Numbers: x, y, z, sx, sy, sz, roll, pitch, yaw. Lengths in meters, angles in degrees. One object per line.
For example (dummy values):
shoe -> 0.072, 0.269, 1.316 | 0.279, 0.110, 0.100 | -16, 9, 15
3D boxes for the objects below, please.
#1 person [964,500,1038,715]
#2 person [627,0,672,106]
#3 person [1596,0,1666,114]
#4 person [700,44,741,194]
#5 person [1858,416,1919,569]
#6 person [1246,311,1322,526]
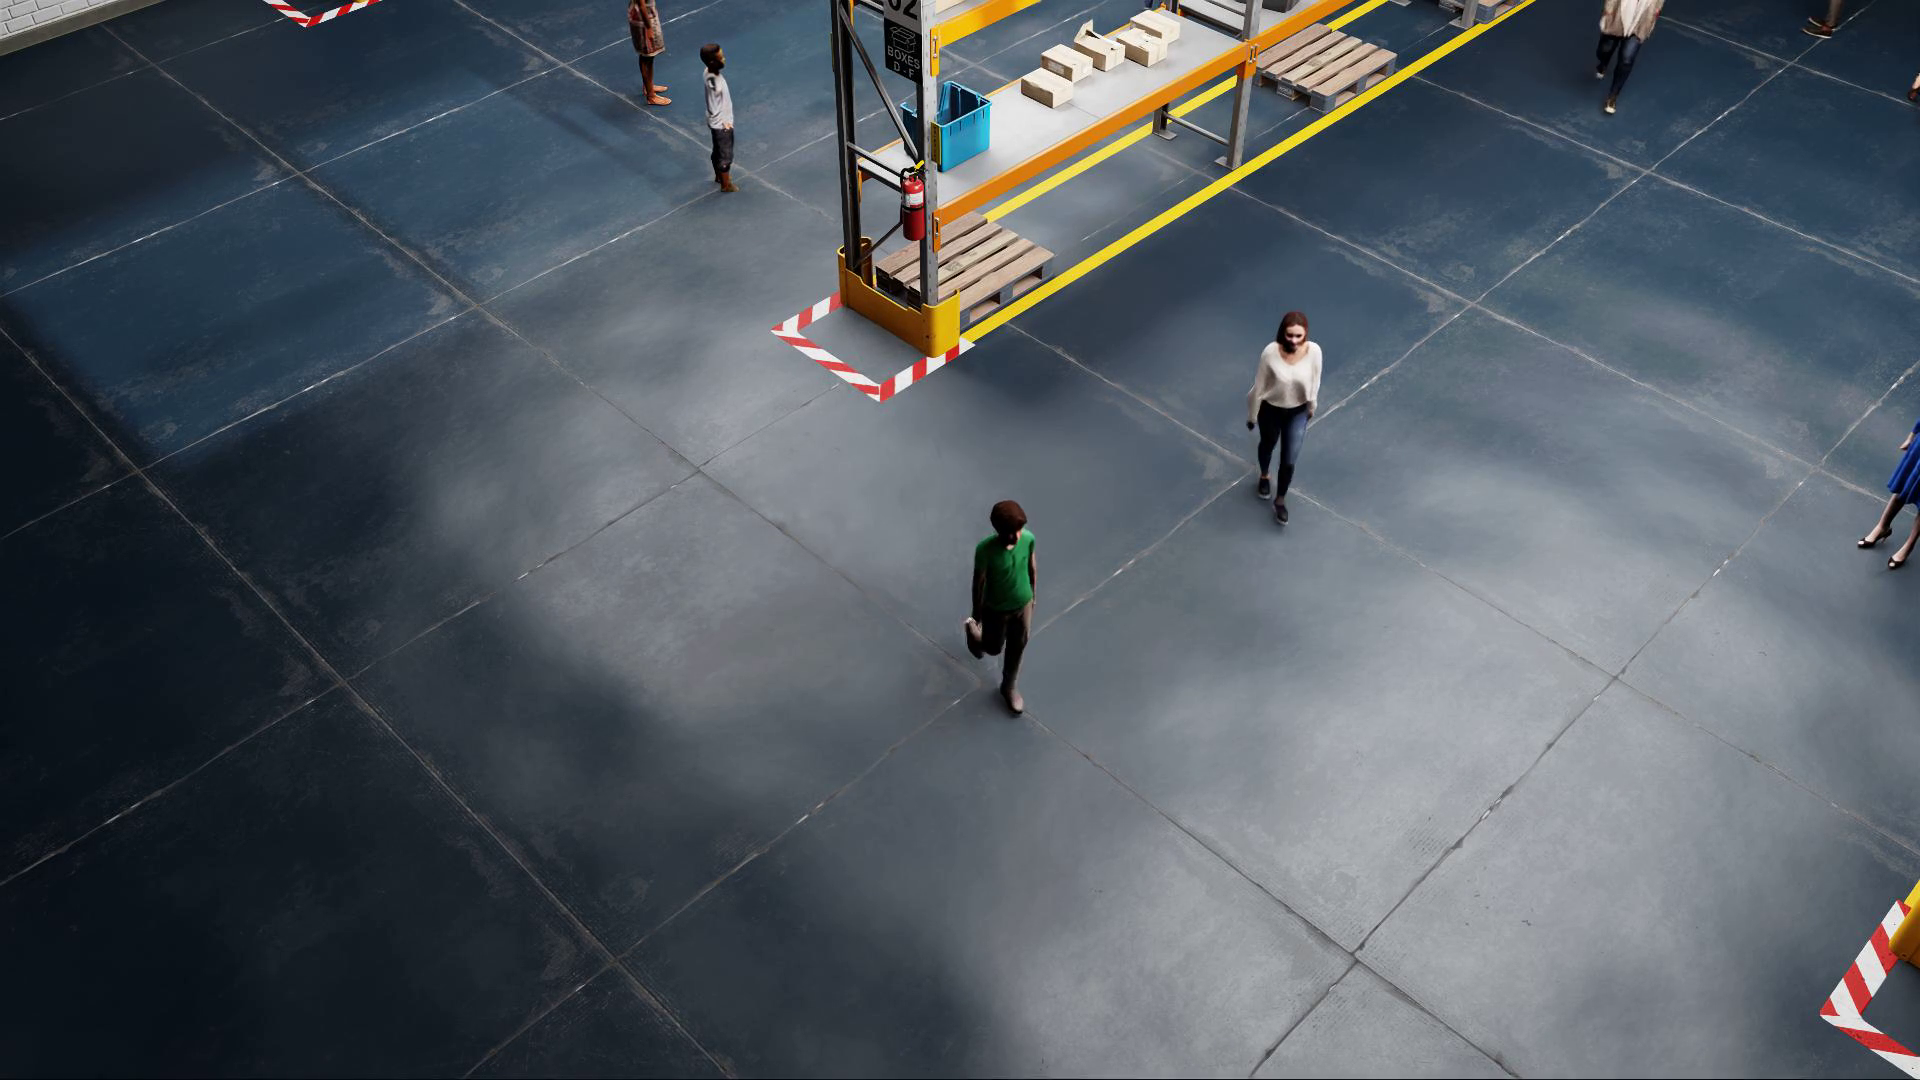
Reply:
person -> 0.249, 0.342, 10.473 | 0.925, 1.635, 0.836 | -17, 46, -17
person -> -3.075, -5.043, 16.119 | 0.717, 1.644, 0.725 | -10, 45, -10
person -> 6.464, -5.108, 16.021 | 0.975, 1.873, 1.137 | 13, 45, 13
person -> -2.176, -3.852, 15.006 | 0.631, 1.456, 0.648 | -14, 45, -14
person -> 6.639, -0.565, 11.284 | 0.658, 1.830, 0.675 | -21, 47, -20
person -> 2.280, -0.967, 11.820 | 0.891, 1.673, 0.957 | 3, 44, 3
